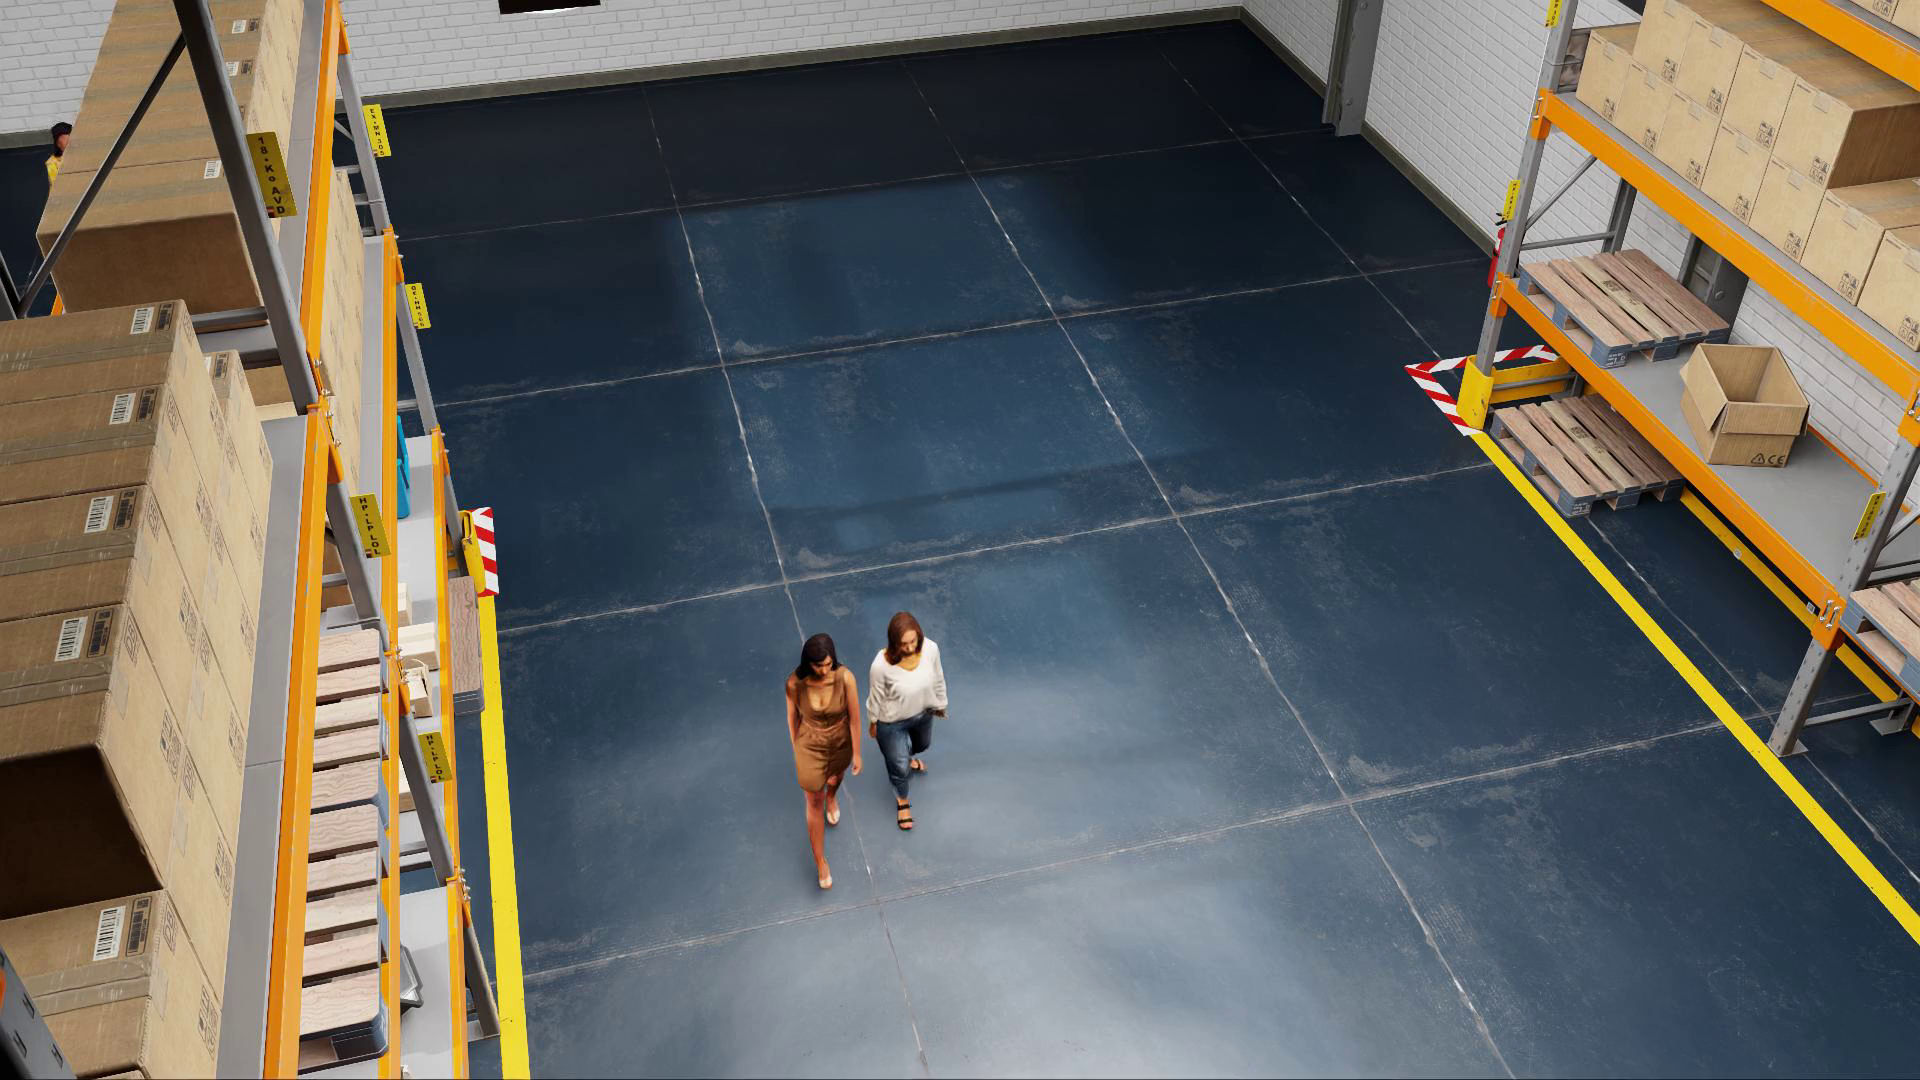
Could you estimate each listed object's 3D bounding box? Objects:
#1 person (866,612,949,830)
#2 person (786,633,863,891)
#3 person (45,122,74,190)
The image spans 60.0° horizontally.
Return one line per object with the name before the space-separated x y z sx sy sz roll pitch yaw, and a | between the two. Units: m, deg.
person | -0.330 1.000 9.806 0.752 1.652 0.825 -23 44 -26
person | -0.777 1.122 9.658 0.591 1.646 1.015 -7 39 -9
person | -7.730 -2.949 14.764 1.075 1.637 1.012 21 43 25
